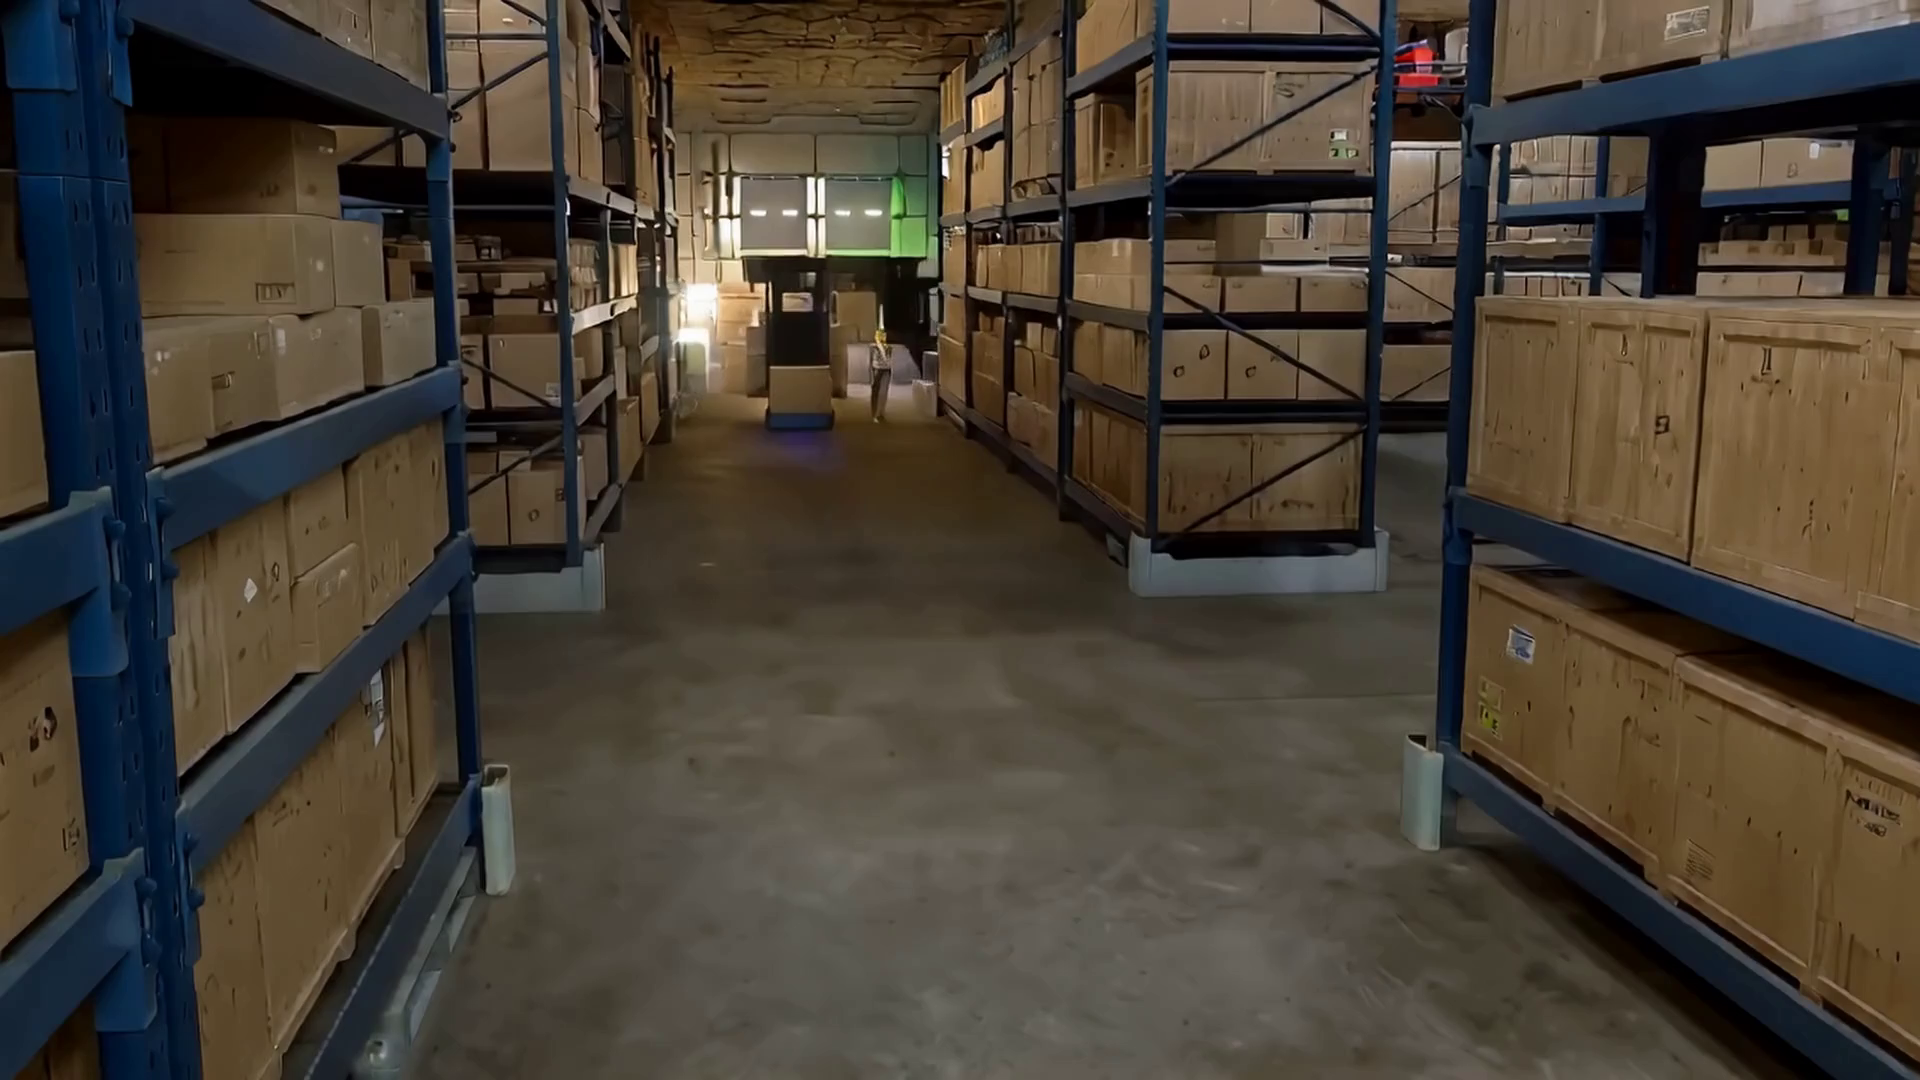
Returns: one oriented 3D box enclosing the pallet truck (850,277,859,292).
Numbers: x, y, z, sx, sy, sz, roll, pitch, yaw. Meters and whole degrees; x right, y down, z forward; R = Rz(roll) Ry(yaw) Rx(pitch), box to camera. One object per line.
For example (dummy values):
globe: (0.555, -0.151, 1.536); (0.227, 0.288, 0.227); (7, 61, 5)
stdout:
pallet truck: (-3.782, -9.391, 65.808); (1.885, 1.965, 0.823); (2, 10, 10)

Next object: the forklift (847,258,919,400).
forklift: (-1.228, -4.208, 33.066); (1.873, 2.768, 1.129); (-7, 12, -36)

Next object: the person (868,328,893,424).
person: (-1.365, -2.823, 28.611); (0.306, 1.640, 0.522); (9, 13, 42)

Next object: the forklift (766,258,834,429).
forklift: (-2.713, -3.320, 27.891); (1.129, 2.768, 1.873); (-1, 10, -7)

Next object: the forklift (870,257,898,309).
forklift: (-2.190, -6.798, 48.143); (1.873, 2.768, 1.129); (-8, 13, -39)

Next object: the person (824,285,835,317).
person: (-4.175, -7.464, 54.876); (0.649, 1.907, 0.474); (2, 10, 11)

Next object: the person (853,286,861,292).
person: (-3.292, -7.281, 53.825); (0.550, 1.903, 0.949); (-4, 10, -21)
